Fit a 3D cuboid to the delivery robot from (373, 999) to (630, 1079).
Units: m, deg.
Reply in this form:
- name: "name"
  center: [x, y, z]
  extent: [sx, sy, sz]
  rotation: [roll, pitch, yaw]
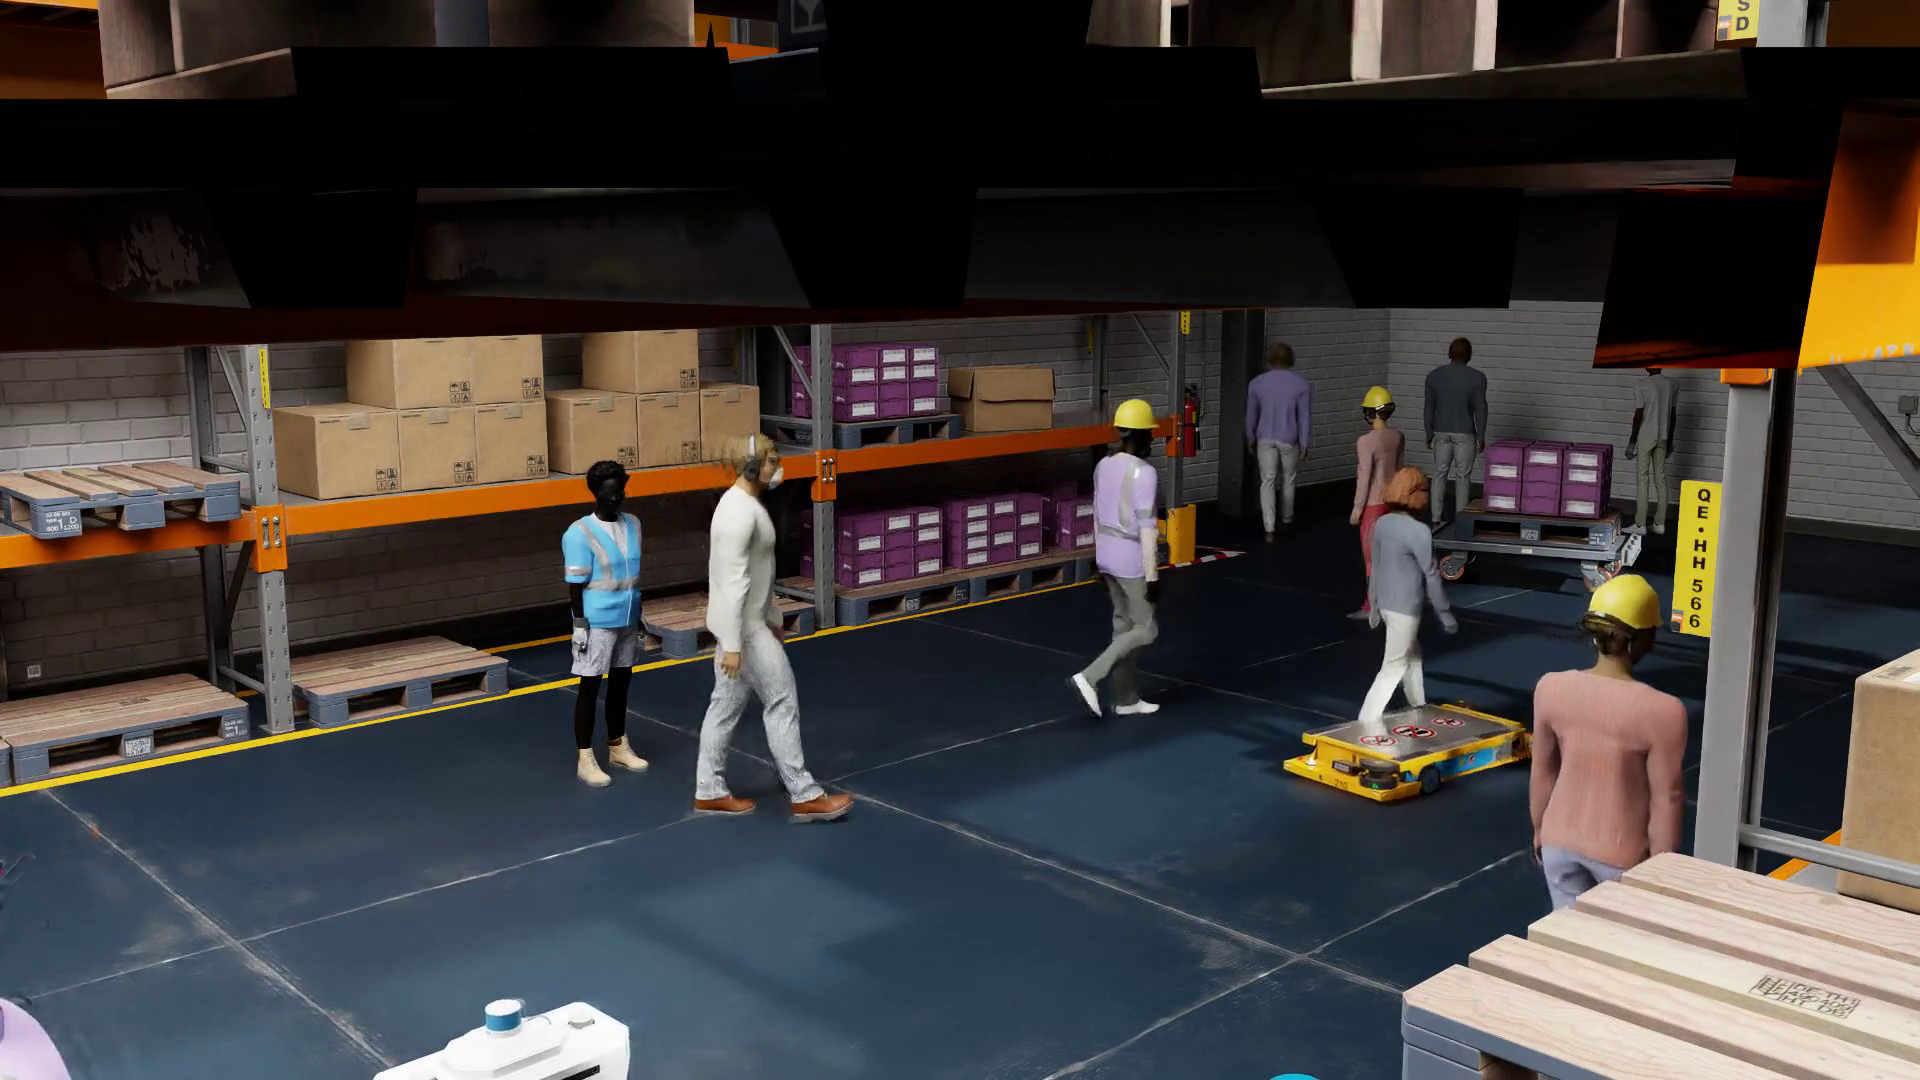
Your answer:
- name: "delivery robot"
  center: [-1.328, 1.594, 4.880]
  extent: [0.477, 0.478, 0.707]
  rotation: [9, 13, 44]

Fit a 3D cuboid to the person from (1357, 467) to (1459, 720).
- name: "person"
  center: [2.474, 0.393, 9.143]
  extent: [0.739, 1.598, 0.503]
  rotation: [-2, 10, -12]

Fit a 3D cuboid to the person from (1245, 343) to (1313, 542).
- name: "person"
  center: [3.103, -0.962, 16.190]
  extent: [0.649, 1.886, 1.001]
  rotation: [3, 10, 16]

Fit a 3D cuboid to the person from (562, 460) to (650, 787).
- name: "person"
  center: [-1.833, 0.420, 8.681]
  extent: [0.317, 1.697, 0.540]
  rotation: [6, 11, 30]

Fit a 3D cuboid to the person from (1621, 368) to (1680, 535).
- name: "person"
  center: [6.790, -0.973, 16.353]
  extent: [0.507, 1.868, 0.329]
  rotation: [-3, 10, -15]

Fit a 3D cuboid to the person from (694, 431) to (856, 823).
- name: "person"
  center: [-0.899, 0.430, 8.027]
  extent: [0.916, 1.900, 0.656]
  rotation: [-1, 10, -6]

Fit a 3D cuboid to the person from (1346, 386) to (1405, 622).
- name: "person"
  center: [3.125, -0.267, 12.503]
  extent: [0.523, 1.769, 0.321]
  rotation: [-8, 12, -39]

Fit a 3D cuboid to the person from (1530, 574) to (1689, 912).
- name: "person"
  center: [2.029, 0.976, 5.263]
  extent: [0.410, 1.753, 0.539]
  rotation: [-8, 13, -40]

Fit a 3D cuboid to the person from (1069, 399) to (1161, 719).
- name: "person"
  center: [0.931, 0.133, 9.726]
  extent: [0.587, 1.913, 0.603]
  rotation: [-5, 11, -25]

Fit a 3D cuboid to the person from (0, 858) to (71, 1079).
- name: "person"
  center: [-1.357, 1.334, 2.382]
  extent: [0.556, 2.024, 0.630]
  rotation: [-5, 11, -29]

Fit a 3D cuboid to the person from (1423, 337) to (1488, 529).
- name: "person"
  center: [4.927, -1.045, 16.553]
  extent: [0.635, 1.937, 0.353]
  rotation: [7, 12, 37]

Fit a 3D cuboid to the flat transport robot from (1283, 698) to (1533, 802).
- name: "flat transport robot"
  center: [2.463, 1.099, 8.878]
  extent: [1.431, 0.197, 0.652]
  rotation: [-7, 12, -36]
